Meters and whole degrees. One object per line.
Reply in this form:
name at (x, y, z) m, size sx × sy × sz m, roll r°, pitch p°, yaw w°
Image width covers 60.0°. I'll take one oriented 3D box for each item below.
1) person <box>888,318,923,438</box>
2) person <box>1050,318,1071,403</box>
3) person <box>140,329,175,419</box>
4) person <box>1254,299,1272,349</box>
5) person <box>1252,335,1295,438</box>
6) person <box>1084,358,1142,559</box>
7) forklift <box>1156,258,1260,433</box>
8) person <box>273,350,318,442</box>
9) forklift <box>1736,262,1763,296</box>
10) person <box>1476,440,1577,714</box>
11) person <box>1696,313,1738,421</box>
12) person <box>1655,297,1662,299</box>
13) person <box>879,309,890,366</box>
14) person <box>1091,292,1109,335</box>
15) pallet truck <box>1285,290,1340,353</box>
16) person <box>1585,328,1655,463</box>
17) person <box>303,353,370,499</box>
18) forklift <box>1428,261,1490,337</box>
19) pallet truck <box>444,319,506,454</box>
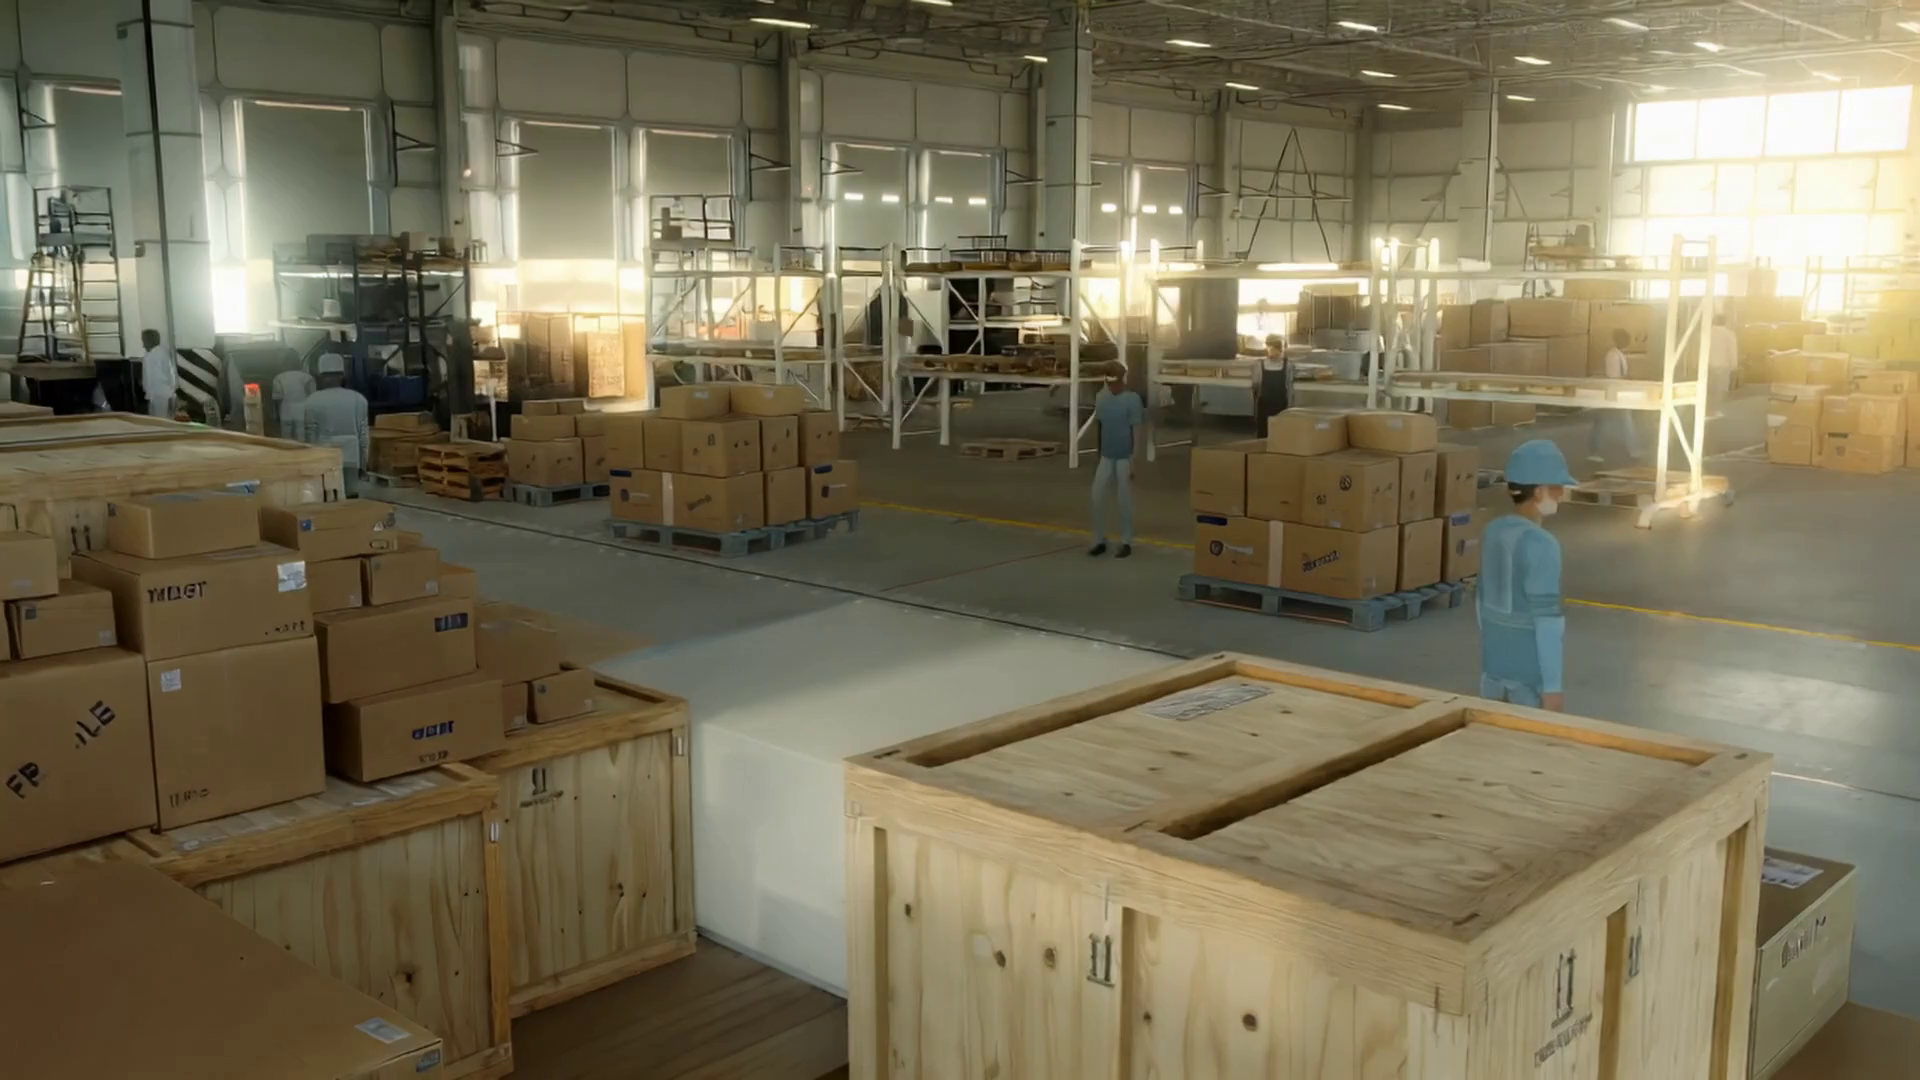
person at (-0.840, -2.540, 26.132) m, size 0.571 × 1.892 × 0.705 m, roll -4°, pitch 10°, yaw -24°
person at (1.944, -3.340, 31.520) m, size 0.485 × 1.739 × 0.319 m, roll -2°, pitch 9°, yaw -12°
person at (-11.163, -2.017, 23.124) m, size 0.451 × 1.825 × 0.657 m, roll -2°, pitch 9°, yaw -12°
person at (7.408, -4.965, 40.901) m, size 0.372 × 1.928 × 0.543 m, roll -4°, pitch 10°, yaw -25°
person at (3.895, -1.628, 20.688) m, size 0.508 × 1.844 × 0.336 m, roll 3°, pitch 10°, yaw 15°
person at (1.399, -0.727, 15.188) m, size 0.521 × 1.846 × 0.662 m, roll 7°, pitch 11°, yaw 36°
forklift at (4.227, -3.230, 27.351) m, size 1.873 × 2.768 × 1.129 m, roll 9°, pitch 13°, yaw 43°
person at (-8.214, -1.515, 20.566) m, size 0.531 × 1.663 × 0.847 m, roll 0°, pitch 9°, yaw -1°
forklift at (20.958, -5.997, 44.311) m, size 1.873 × 2.768 × 1.129 m, roll 9°, pitch 13°, yaw 43°
person at (2.417, 0.538, 7.126) m, size 0.355 × 1.939 × 0.544 m, roll -2°, pitch 10°, yaw -13°
person at (13.303, -3.031, 29.199) m, size 1.038 × 1.883 × 0.656 m, roll -7°, pitch 12°, yaw -37°
person at (18.179, -5.369, 43.351) m, size 0.629 × 1.936 × 0.374 m, roll -6°, pitch 11°, yaw -33°
person at (-2.005, -5.349, 44.172) m, size 0.312 × 1.633 × 0.519 m, roll 1°, pitch 9°, yaw 5°
person at (4.336, -6.695, 51.514) m, size 0.544 × 1.930 × 0.388 m, roll 1°, pitch 9°, yaw 4°
pallet truck at (11.297, -6.951, 52.861) m, size 1.885 × 1.965 × 0.823 m, roll -5°, pitch 11°, yaw -29°
person at (9.027, -1.945, 22.650) m, size 0.946 × 1.840 × 0.585 m, roll 7°, pitch 11°, yaw 35°
person at (-5.507, -0.687, 14.702) m, size 0.400 × 1.922 × 0.593 m, roll 8°, pitch 12°, yaw 42°
forklift at (11.914, -5.091, 38.758) m, size 1.873 × 2.768 × 1.129 m, roll 9°, pitch 13°, yaw 43°
pallet truck at (-6.981, -1.942, 22.150) m, size 1.885 × 1.965 × 0.823 m, roll 1°, pitch 9°, yaw 9°
